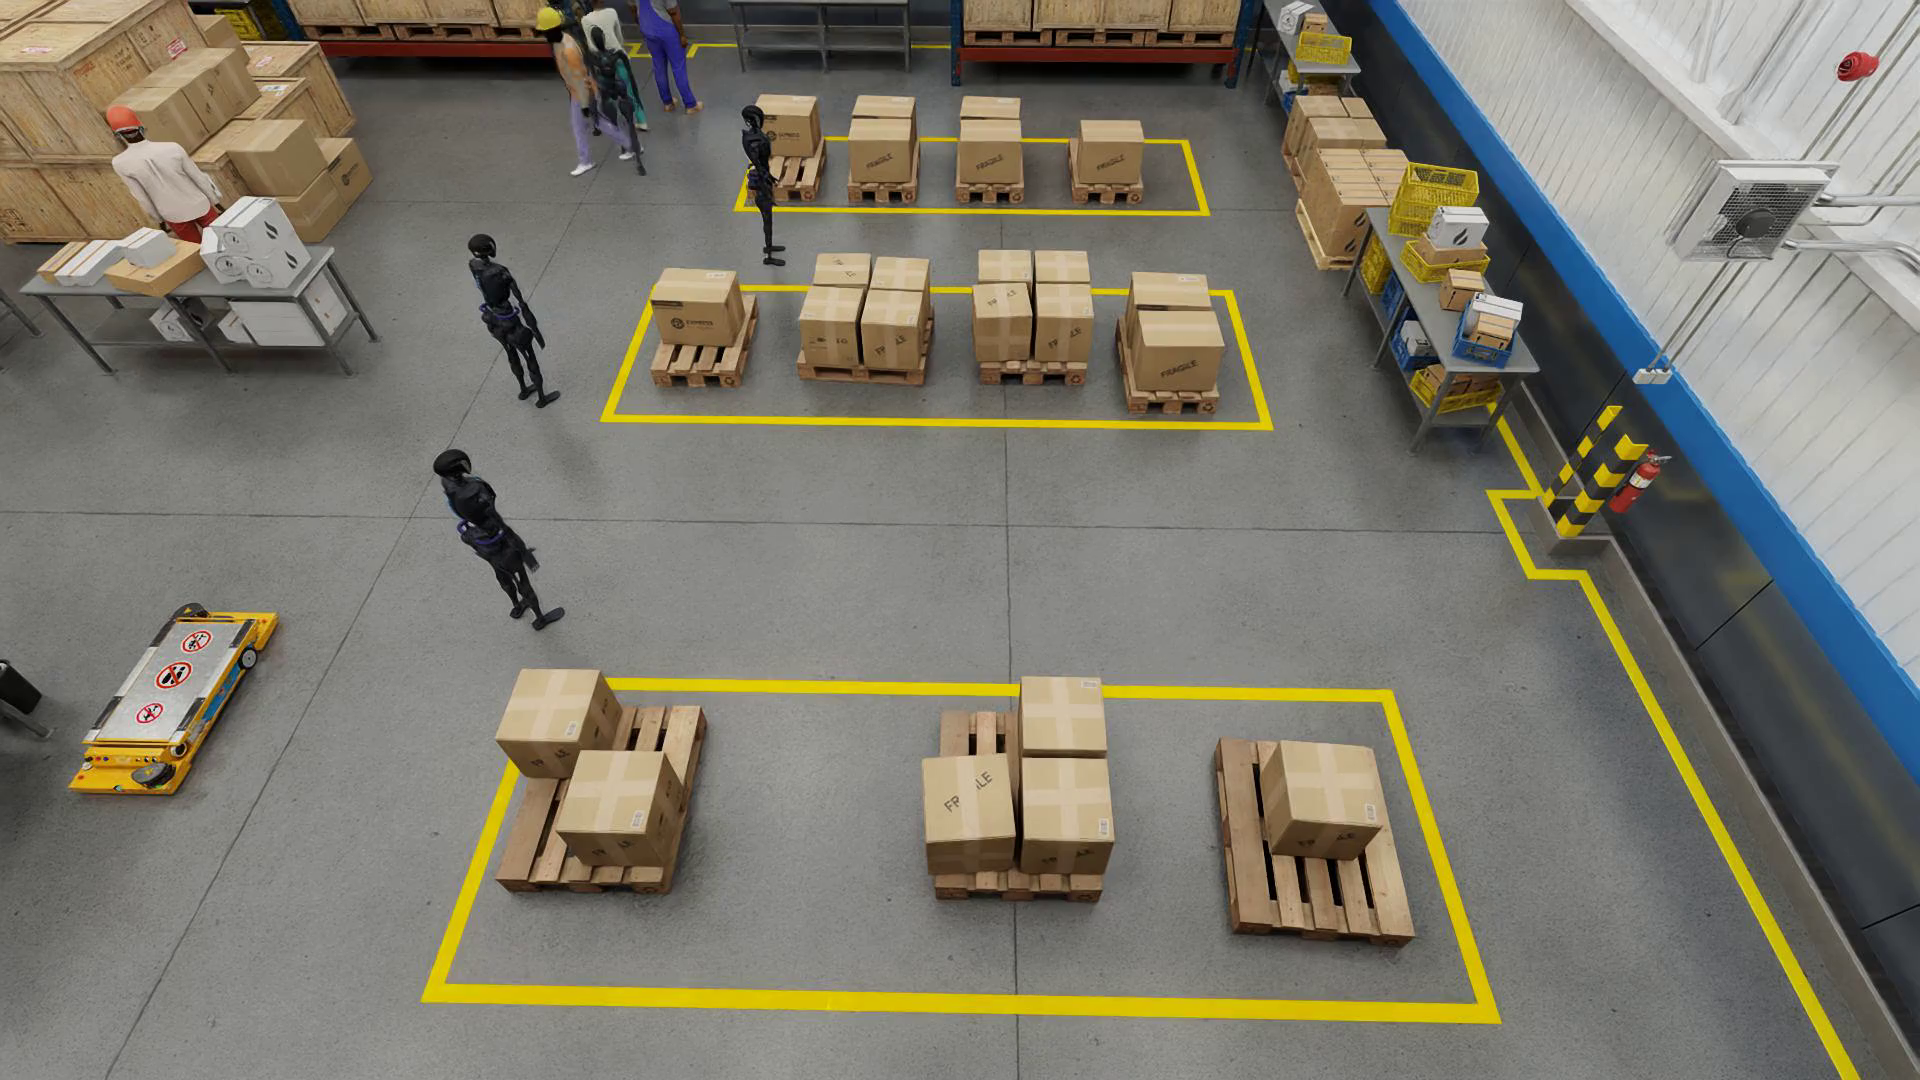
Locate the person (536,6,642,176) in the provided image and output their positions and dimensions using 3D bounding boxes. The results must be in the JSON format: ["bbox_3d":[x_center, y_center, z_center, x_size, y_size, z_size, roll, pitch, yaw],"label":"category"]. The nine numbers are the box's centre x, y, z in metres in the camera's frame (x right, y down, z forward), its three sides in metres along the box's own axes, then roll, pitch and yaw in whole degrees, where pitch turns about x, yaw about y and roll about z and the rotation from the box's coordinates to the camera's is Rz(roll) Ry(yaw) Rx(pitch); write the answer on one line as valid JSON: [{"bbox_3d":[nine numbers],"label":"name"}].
[{"bbox_3d":[-4.419,-5.311,10.807,0.885,1.884,0.583,-32,57,-24],"label":"person"}]

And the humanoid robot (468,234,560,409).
[{"bbox_3d":[-3.966,-1.916,8.067,0.546,1.649,0.344,22,53,17],"label":"humanoid robot"}]

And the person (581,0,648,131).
[{"bbox_3d":[-4.453,-6.111,11.585,0.527,1.717,0.877,-37,59,-27],"label":"person"}]

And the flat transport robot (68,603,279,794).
[{"bbox_3d":[-5.504,1.072,6.442,0.652,0.197,1.431,1,50,1],"label":"flat transport robot"}]

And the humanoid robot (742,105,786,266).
[{"bbox_3d":[-2.039,-3.701,9.566,0.313,1.657,0.614,-5,50,-4],"label":"humanoid robot"}]

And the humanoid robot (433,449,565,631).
[{"bbox_3d":[-3.256,-0.005,6.439,0.599,1.657,0.331,26,54,20],"label":"humanoid robot"}]

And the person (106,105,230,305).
[{"bbox_3d":[-7.577,-3.238,8.977,0.608,1.995,0.376,-32,57,-24],"label":"person"}]

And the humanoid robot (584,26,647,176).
[{"bbox_3d":[-4.111,-5.253,10.916,0.597,1.628,0.710,-16,52,-13],"label":"humanoid robot"}]

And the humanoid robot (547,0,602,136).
[{"bbox_3d":[-4.851,-5.957,11.483,0.581,1.652,0.323,14,51,11],"label":"humanoid robot"}]

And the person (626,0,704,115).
[{"bbox_3d":[-3.796,-6.550,11.750,0.674,2.000,0.536,15,51,12],"label":"person"}]
